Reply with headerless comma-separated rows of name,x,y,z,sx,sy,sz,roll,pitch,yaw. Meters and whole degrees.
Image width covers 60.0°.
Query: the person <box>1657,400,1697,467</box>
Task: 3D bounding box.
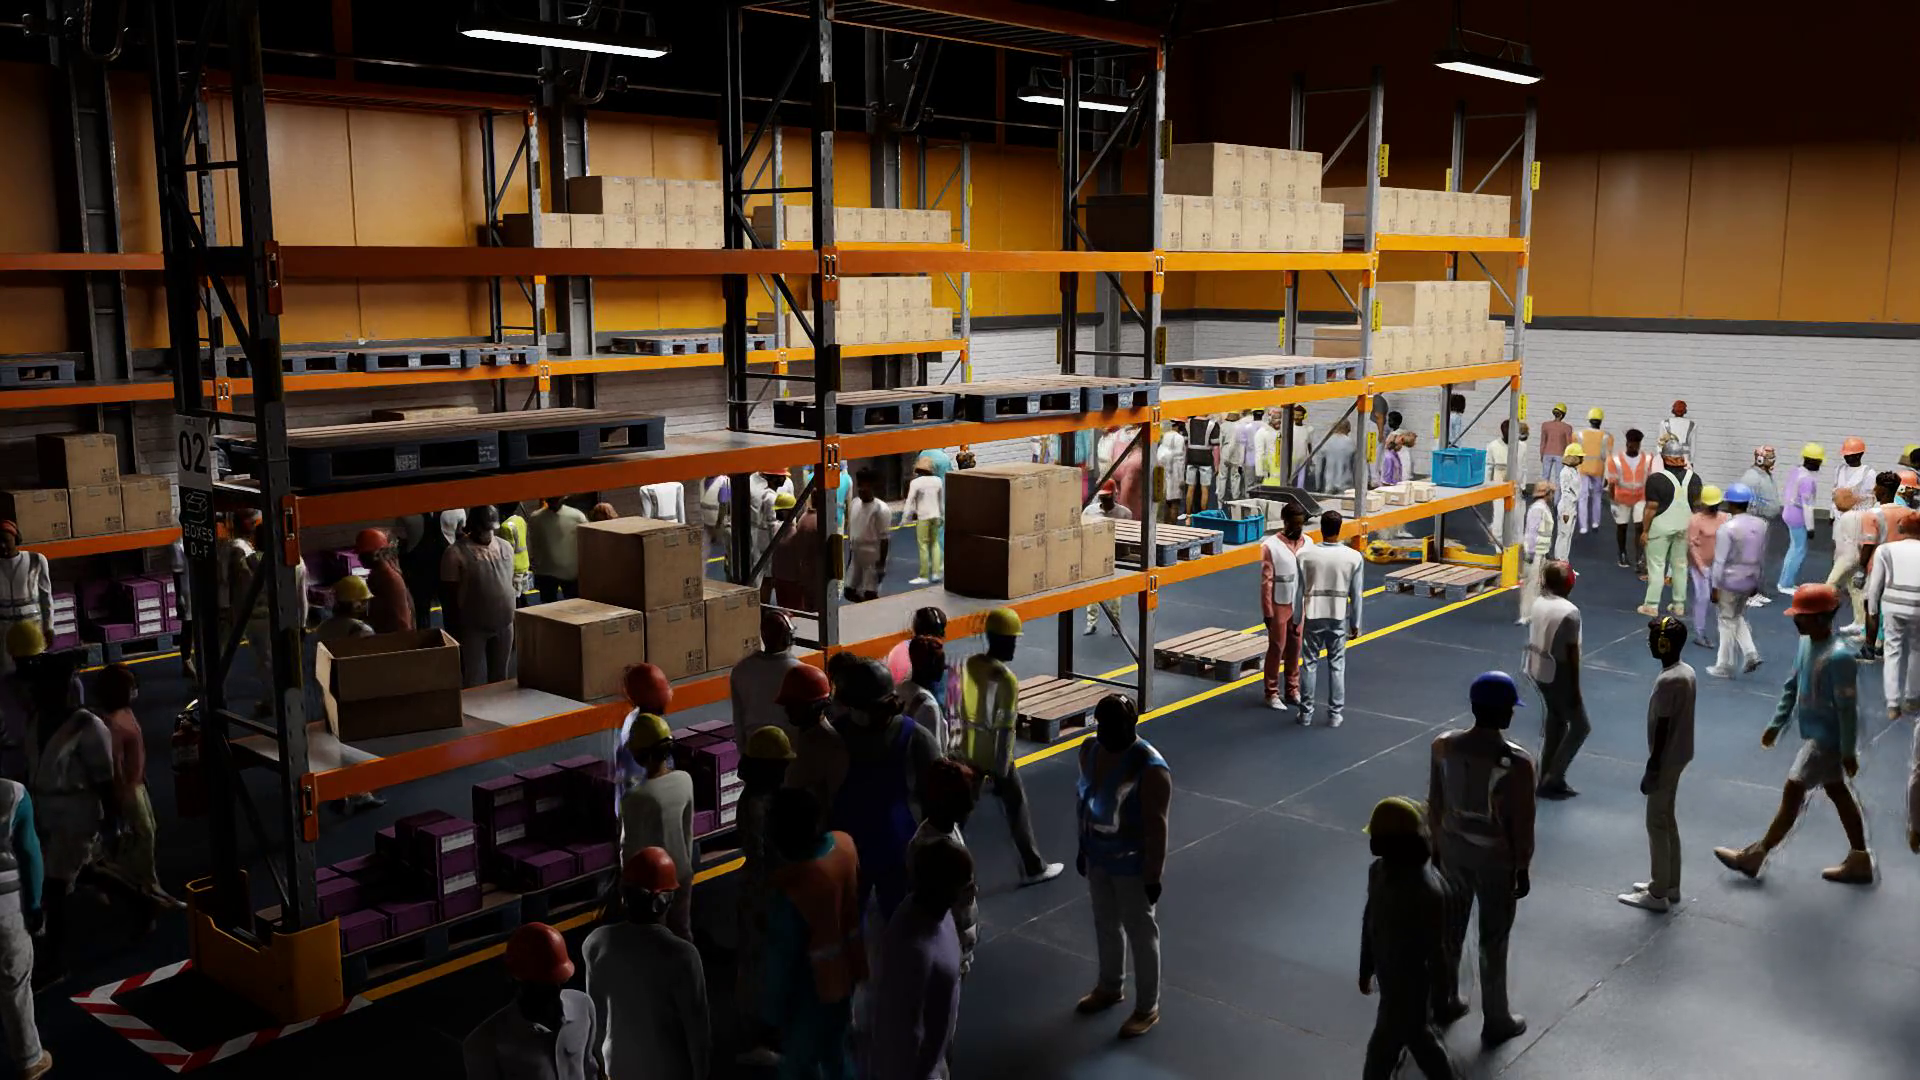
person,11.399,-1.285,26.469,0.568,1.877,0.361,2,10,14

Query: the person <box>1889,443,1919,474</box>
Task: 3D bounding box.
person,12.331,-0.406,21.670,0.519,1.712,0.591,5,11,28

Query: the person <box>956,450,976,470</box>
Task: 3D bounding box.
person,0.027,-0.159,19.862,0.349,1.837,0.502,-4,10,-21

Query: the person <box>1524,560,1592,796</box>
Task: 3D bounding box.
person,4.566,1.059,12.628,0.503,1.820,0.591,-1,10,-7

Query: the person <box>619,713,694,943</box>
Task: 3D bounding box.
person,-1.575,1.760,8.629,0.337,1.757,0.517,5,11,28

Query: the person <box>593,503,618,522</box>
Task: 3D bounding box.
person,-3.595,0.430,16.931,0.278,1.633,0.507,-2,10,-12

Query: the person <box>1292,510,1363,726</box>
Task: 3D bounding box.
person,3.210,0.693,14.564,0.595,1.908,0.393,1,10,6

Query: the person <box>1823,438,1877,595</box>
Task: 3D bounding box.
person,10.895,-0.295,20.383,0.374,1.929,0.542,-4,11,-25

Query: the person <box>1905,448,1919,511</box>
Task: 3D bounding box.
person,12.302,-0.357,21.465,0.337,1.690,0.533,8,12,38

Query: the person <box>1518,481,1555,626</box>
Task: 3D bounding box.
person,6.471,0.153,18.684,0.317,1.611,0.661,6,11,30

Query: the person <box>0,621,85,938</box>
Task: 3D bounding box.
person,-5.707,1.413,10.309,0.595,1.900,0.864,-5,11,-26

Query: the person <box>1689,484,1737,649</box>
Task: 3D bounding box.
person,7.934,0.283,17.467,0.567,1.744,0.452,-2,10,-10

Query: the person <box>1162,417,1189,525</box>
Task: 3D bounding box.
person,3.156,-0.943,24.276,0.386,1.926,0.547,-3,10,-16

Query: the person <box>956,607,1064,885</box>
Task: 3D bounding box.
person,0.196,1.358,10.699,0.960,1.876,0.587,-7,12,-34

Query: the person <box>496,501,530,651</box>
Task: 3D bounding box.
person,-4.689,0.312,17.444,0.318,1.695,0.539,1,10,4

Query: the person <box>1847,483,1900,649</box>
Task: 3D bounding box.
person,9.693,0.226,17.518,0.345,1.846,0.508,0,10,-2

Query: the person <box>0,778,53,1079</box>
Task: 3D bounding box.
person,-4.815,1.802,8.134,0.624,1.841,0.430,-3,10,-19

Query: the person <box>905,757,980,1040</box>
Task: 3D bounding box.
person,-0.075,1.894,7.442,0.356,1.886,0.574,1,10,8

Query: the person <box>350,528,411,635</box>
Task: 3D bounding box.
person,-4.631,0.881,13.220,0.599,1.970,0.636,-6,11,-33

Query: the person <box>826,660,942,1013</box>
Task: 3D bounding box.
person,-0.455,1.606,8.695,0.684,2.000,0.536,2,10,12

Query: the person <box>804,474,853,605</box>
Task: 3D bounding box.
person,-1.578,-0.130,19.778,0.575,1.821,0.810,1,10,6

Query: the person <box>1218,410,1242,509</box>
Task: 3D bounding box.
person,4.479,-1.360,27.335,0.490,1.730,0.324,4,10,20

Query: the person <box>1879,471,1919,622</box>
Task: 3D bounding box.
person,10.550,0.080,18.717,0.354,1.737,0.576,4,10,23

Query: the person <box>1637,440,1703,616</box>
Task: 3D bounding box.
person,8.124,-0.146,19.158,0.690,2.000,0.538,-2,10,-10

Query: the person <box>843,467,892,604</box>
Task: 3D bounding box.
person,-0.960,0.195,17.360,0.452,1.954,0.639,-9,13,-43

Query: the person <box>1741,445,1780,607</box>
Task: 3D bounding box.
person,9.476,-0.171,19.706,0.409,1.907,0.651,8,12,40

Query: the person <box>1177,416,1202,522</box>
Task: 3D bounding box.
person,3.616,-1.237,25.999,0.360,1.930,0.588,-4,10,-21

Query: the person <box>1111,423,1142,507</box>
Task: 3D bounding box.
person,2.412,-0.906,23.691,0.683,2.000,0.535,8,12,38

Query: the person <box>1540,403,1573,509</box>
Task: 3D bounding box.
person,9.830,-1.385,27.423,0.532,1.754,0.340,8,12,39

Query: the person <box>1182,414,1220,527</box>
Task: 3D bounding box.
person,3.690,-1.196,25.467,0.611,2.032,0.411,5,11,28

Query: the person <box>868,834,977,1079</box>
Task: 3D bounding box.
person,-0.142,2.054,6.404,0.434,1.918,0.678,1,10,5

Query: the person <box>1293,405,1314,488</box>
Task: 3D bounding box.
person,5.223,-1.161,25.753,0.520,1.864,0.333,0,10,-1

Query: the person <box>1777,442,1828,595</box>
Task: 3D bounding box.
person,10.241,-0.259,20.226,0.424,1.905,0.608,2,10,12

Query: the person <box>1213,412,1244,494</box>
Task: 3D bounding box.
person,4.702,-1.734,29.030,0.585,1.917,0.404,0,10,1

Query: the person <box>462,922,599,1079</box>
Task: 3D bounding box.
person,-1.489,2.206,5.969,0.327,1.752,0.562,7,12,36

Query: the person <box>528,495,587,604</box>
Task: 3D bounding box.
person,-4.018,0.292,16.777,0.637,1.966,0.843,0,10,1

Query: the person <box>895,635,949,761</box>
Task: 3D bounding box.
person,-0.226,1.489,9.921,0.379,1.883,0.583,-3,10,-19

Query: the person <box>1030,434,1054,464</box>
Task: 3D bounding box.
person,1.316,-1.369,27.059,0.397,1.839,0.560,-2,10,-13

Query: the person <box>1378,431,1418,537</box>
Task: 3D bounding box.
person,6.401,-0.807,24.349,0.550,1.616,0.555,1,10,8

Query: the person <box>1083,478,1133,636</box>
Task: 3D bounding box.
person,1.589,0.179,18.069,0.563,1.752,0.341,2,10,12

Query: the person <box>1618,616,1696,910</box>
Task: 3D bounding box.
person,4.434,1.399,10.501,0.344,1.856,0.525,7,12,36

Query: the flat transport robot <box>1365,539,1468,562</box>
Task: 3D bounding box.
flat transport robot,6.237,0.137,22.739,1.431,0.197,0.652,-1,9,-5

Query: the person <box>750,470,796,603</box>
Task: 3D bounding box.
person,-2.211,-0.080,19.190,0.644,1.900,0.399,-3,10,-16

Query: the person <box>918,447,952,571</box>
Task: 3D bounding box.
person,-0.291,-0.540,21.942,0.400,1.899,0.647,-6,11,-30

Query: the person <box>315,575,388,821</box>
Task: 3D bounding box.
person,-4.433,1.160,12.048,0.601,1.814,0.561,6,11,32
